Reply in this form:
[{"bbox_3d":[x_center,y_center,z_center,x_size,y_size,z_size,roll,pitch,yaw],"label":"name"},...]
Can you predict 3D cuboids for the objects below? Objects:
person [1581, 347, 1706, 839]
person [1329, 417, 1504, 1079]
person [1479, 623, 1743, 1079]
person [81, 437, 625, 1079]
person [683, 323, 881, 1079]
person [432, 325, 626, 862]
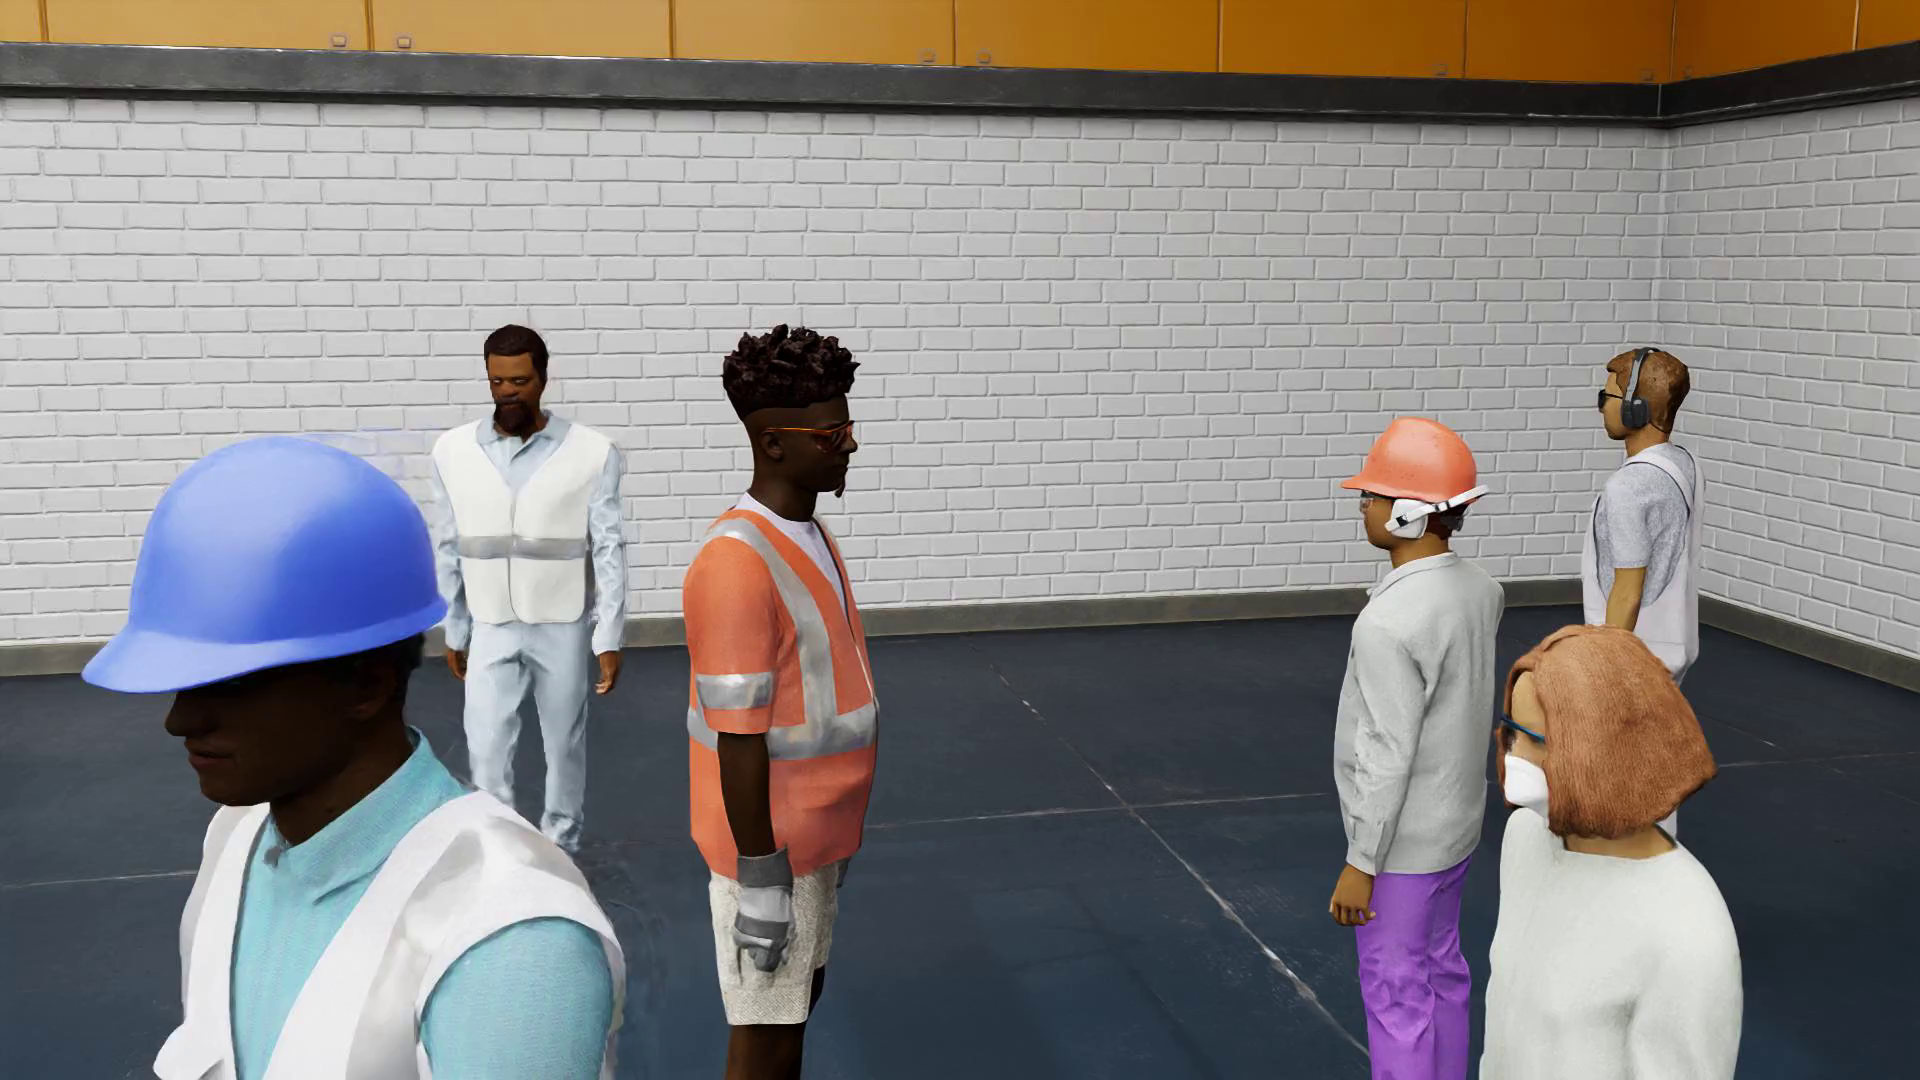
[{"bbox_3d":[1.951,0.365,4.851,0.345,1.846,0.508,8,12,39],"label":"person"},{"bbox_3d":[0.965,0.609,3.627,0.323,1.755,0.563,6,11,35],"label":"person"},{"bbox_3d":[0.815,0.910,2.195,0.272,1.627,0.502,-1,9,-7],"label":"person"},{"bbox_3d":[-0.558,0.868,1.546,0.616,1.926,0.612,7,12,36],"label":"person"},{"bbox_3d":[-0.336,0.563,3.273,0.365,1.965,0.608,1,9,6],"label":"person"},{"bbox_3d":[-1.335,0.298,5.103,0.609,1.882,0.891,0,9,-2],"label":"person"}]
